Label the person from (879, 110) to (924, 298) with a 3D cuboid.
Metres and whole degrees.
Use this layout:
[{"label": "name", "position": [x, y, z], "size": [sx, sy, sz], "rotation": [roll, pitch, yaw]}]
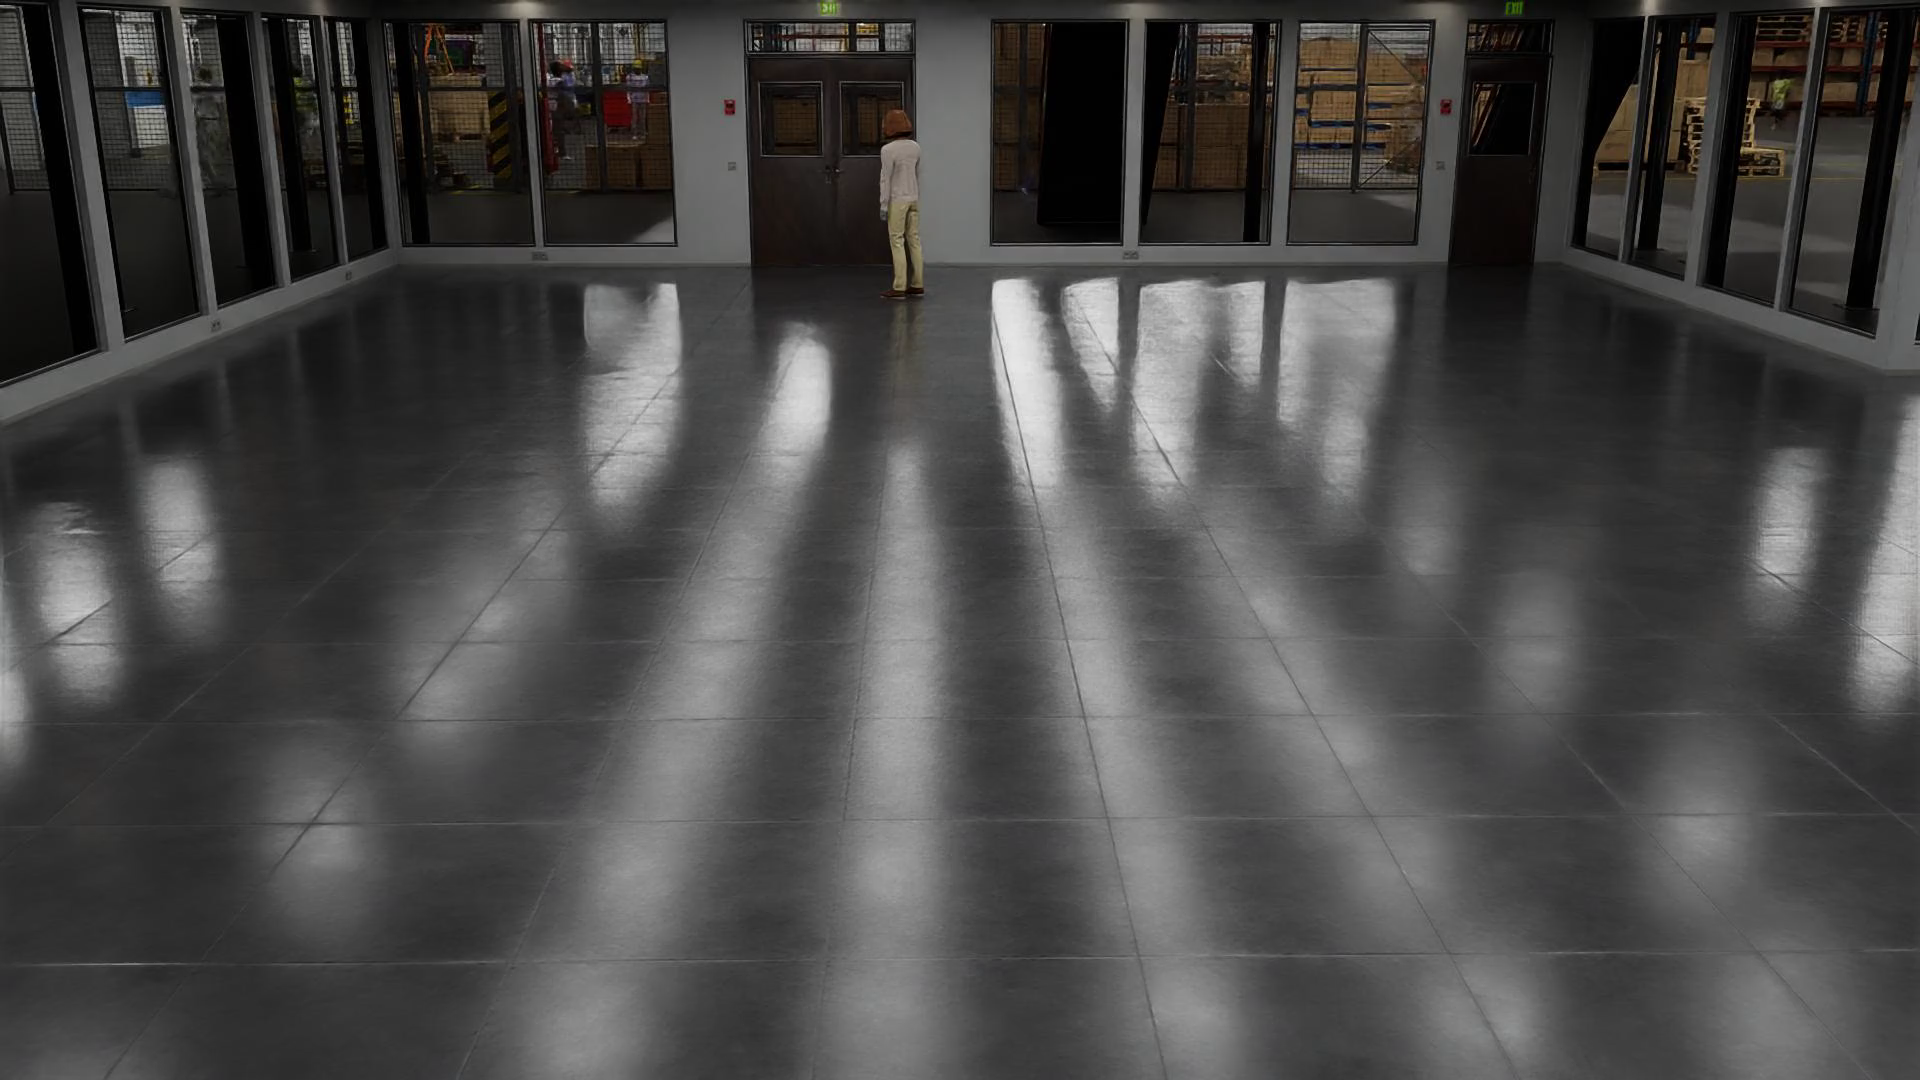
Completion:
[{"label": "person", "position": [-0.521, -2.945, 14.620], "size": [0.287, 1.625, 0.497], "rotation": [12, 20, 36]}]
